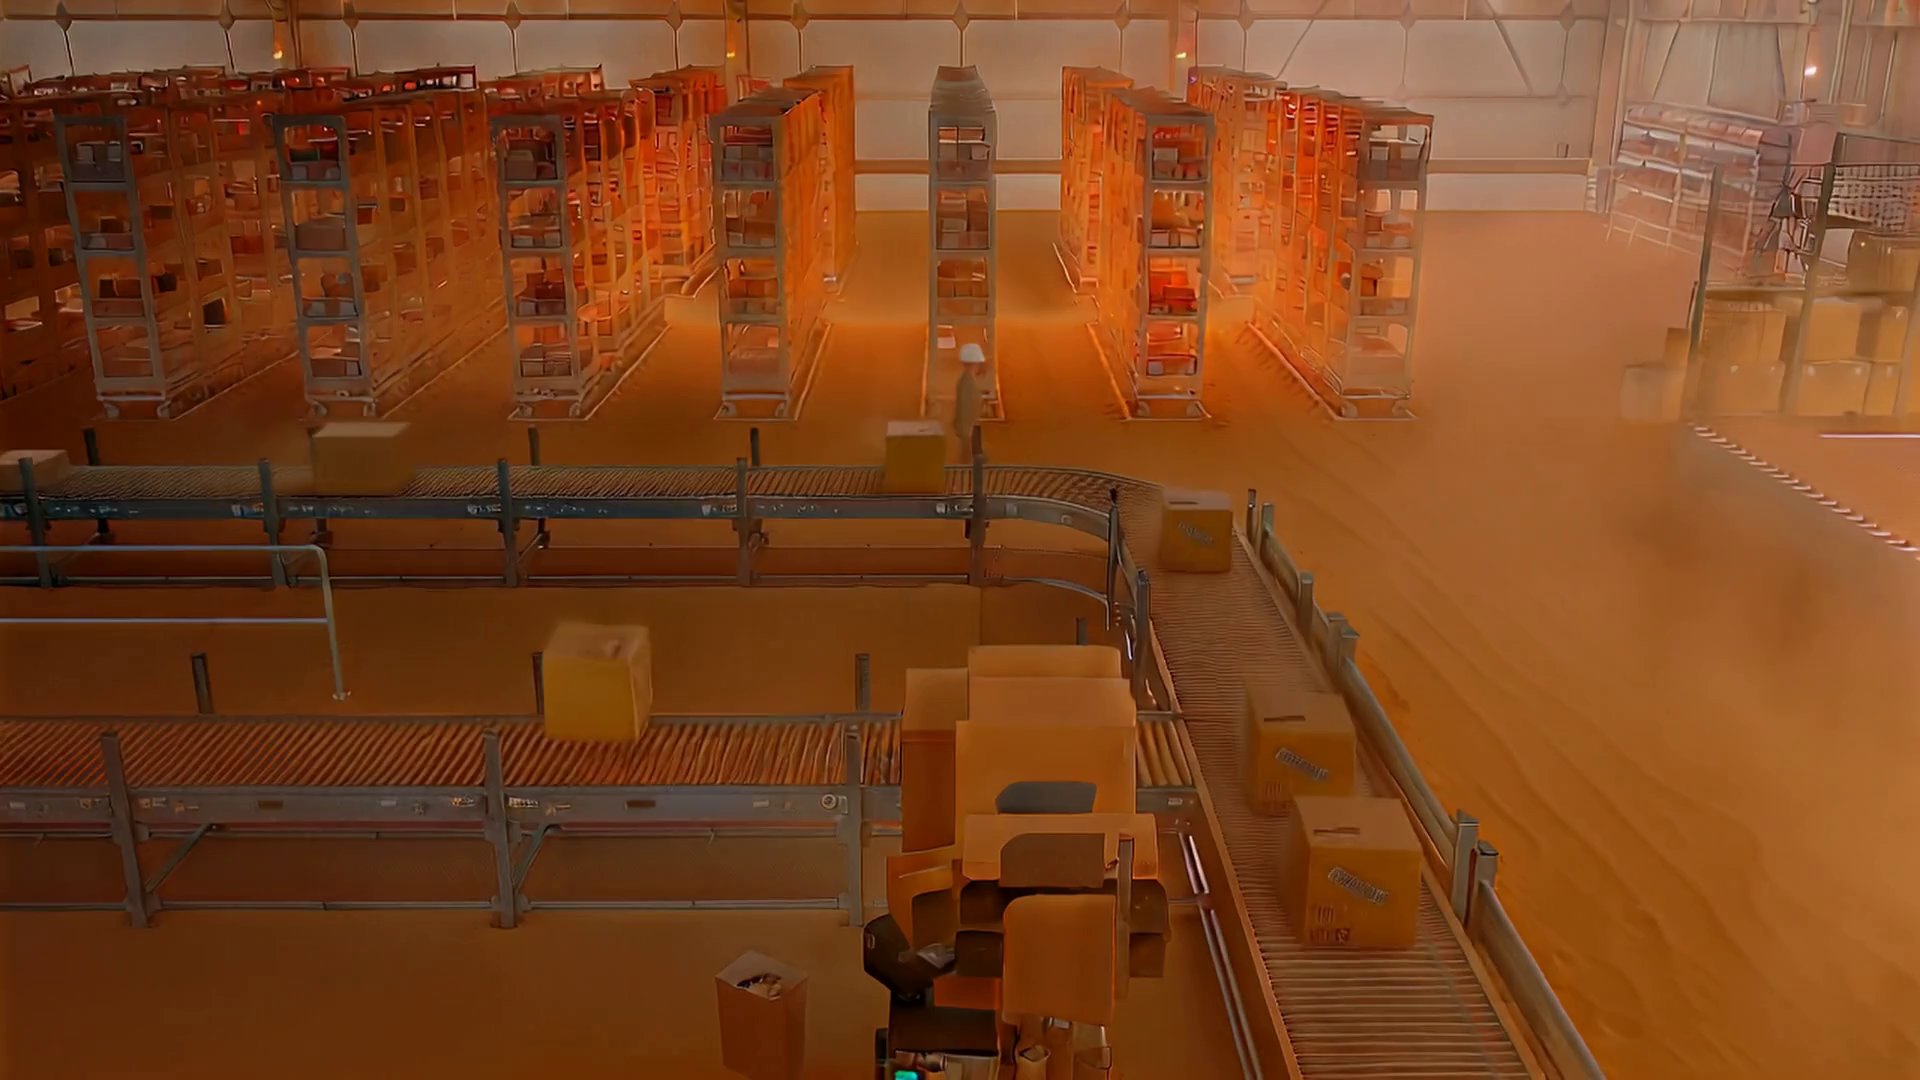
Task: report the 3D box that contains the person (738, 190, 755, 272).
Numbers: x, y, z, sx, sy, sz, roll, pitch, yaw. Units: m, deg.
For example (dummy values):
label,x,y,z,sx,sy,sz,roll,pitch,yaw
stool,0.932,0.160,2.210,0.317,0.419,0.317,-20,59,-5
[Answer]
label,x,y,z,sx,sy,sz,roll,pitch,yaw
person,-3.906,-5.887,30.561,0.393,1.985,0.610,-4,18,-13

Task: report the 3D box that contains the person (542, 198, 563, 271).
label,x,y,z,sx,sy,sz,roll,pitch,yaw
person,-6.469,-4.585,26.795,0.588,1.833,0.404,-6,19,-18

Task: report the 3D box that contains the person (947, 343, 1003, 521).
label,x,y,z,sx,sy,sz,roll,pitch,yaw
person,0.183,-1.021,15.951,0.702,1.743,0.531,2,18,5

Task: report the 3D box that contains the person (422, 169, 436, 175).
label,x,y,z,sx,sy,sz,roll,pitch,yaw
person,-11.128,-7.080,34.503,0.868,1.810,0.589,-4,18,-11
